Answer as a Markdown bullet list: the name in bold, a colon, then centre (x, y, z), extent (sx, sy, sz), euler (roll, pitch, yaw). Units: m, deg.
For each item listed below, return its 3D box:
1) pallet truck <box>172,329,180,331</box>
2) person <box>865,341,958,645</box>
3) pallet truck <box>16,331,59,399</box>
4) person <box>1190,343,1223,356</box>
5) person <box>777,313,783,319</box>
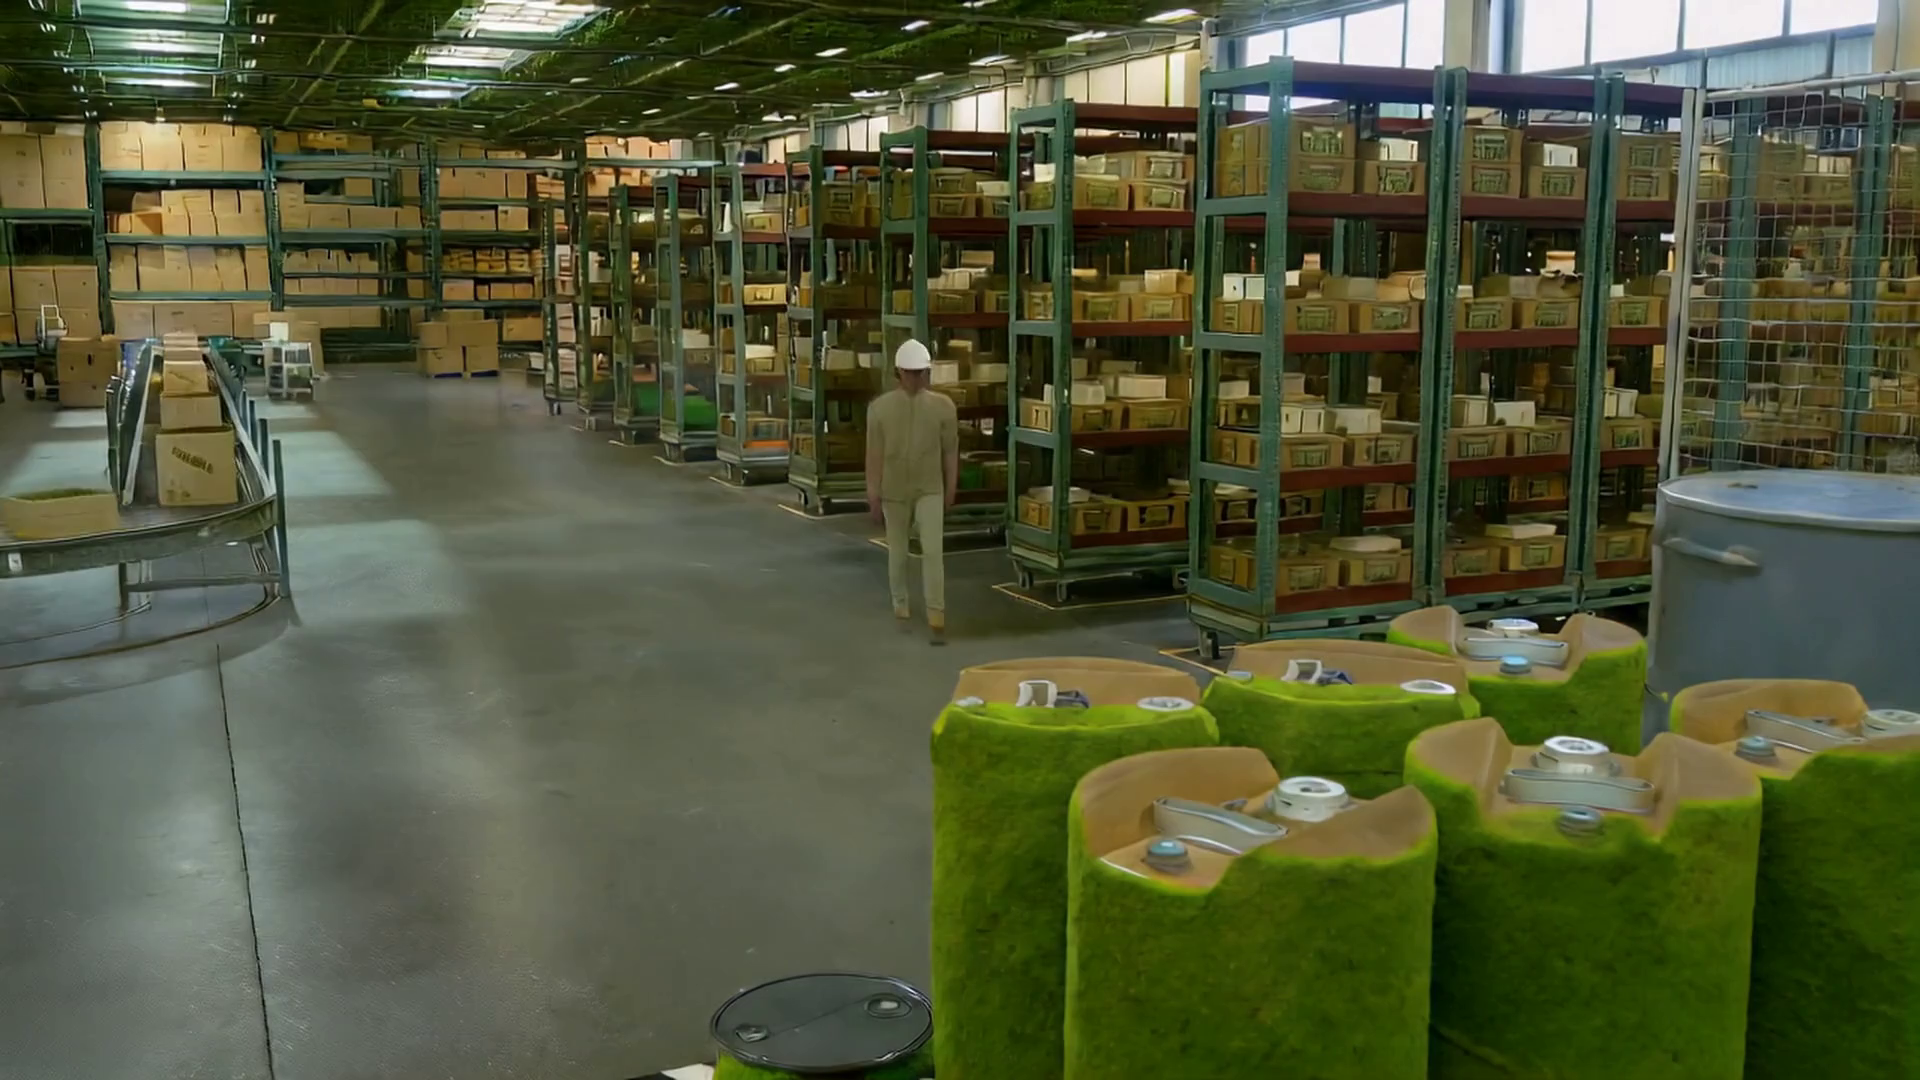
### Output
- **pallet truck**: centre (-17.275, -3.851, 35.096), extent (1.601, 1.201, 0.680), euler (0, 9, 1)
- **person**: centre (-0.304, -0.295, 10.779), extent (0.620, 1.955, 0.938), euler (-1, 9, -6)
- **pallet truck**: centre (-17.082, -3.353, 31.781), extent (1.630, 1.274, 0.653), euler (-4, 10, -25)
- **person**: centre (3.445, -2.243, 23.241), extent (0.600, 1.831, 0.404), euler (5, 11, 30)
- **person**: centre (-5.421, -6.242, 48.356), extent (0.872, 1.721, 0.552), euler (-5, 10, -27)
